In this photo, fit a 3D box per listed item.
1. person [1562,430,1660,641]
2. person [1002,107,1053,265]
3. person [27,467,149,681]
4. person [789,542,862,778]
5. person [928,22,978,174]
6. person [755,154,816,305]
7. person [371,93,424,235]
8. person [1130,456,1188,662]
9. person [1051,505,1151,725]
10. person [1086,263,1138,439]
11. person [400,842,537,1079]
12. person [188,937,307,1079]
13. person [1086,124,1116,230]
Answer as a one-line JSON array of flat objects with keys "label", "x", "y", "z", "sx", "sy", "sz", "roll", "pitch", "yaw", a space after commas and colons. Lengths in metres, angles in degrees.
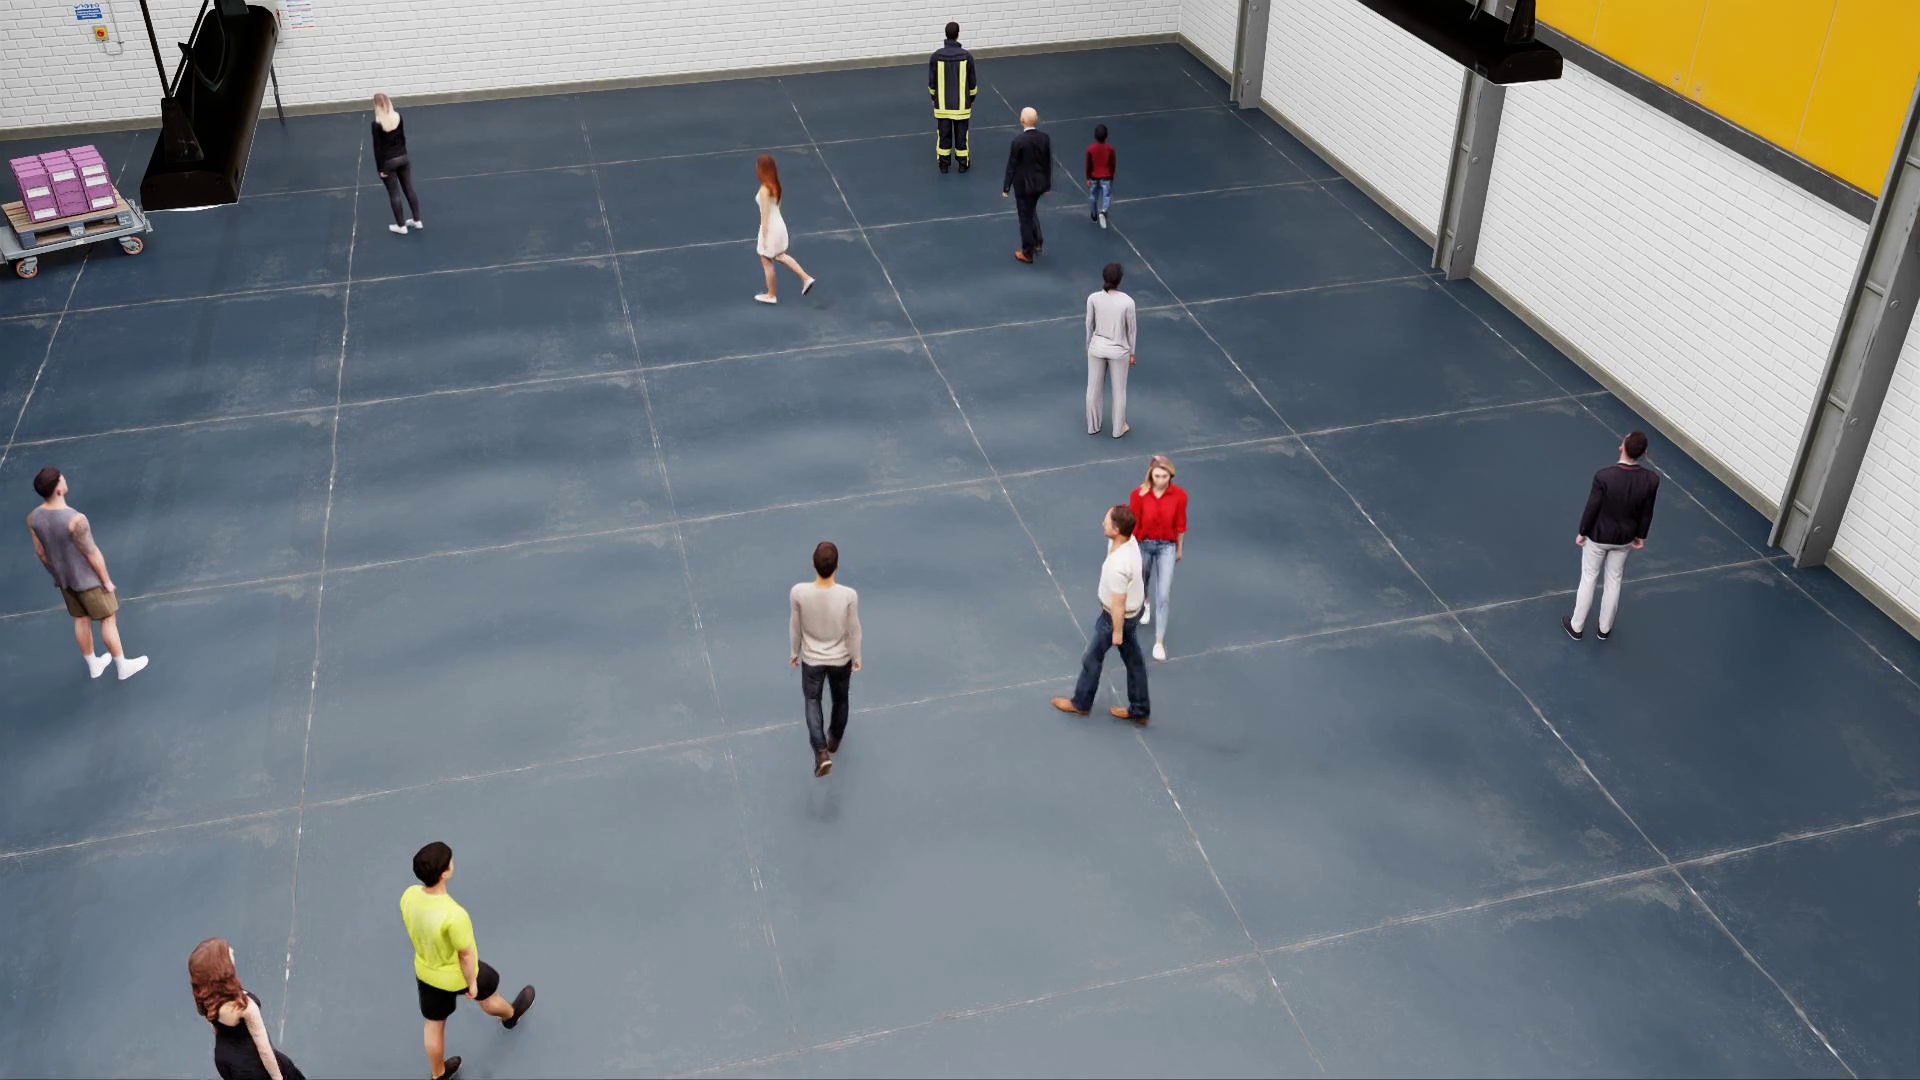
[{"label": "person", "x": 5.040, "y": -0.029, "z": 12.889, "sx": 0.734, "sy": 1.843, "sz": 0.680, "roll": 3, "pitch": 34, "yaw": 5}, {"label": "person", "x": 0.825, "y": -3.989, "z": 18.896, "sx": 0.774, "sy": 1.787, "sz": 0.736, "roll": -20, "pitch": 38, "yaw": -27}, {"label": "person", "x": -6.621, "y": 0.261, "z": 12.500, "sx": 0.708, "sy": 1.843, "sz": 0.699, "roll": 5, "pitch": 34, "yaw": 7}, {"label": "person", "x": -0.939, "y": 0.862, "z": 11.538, "sx": 0.819, "sy": 1.855, "sz": 1.054, "roll": 0, "pitch": 34, "yaw": 0}, {"label": "person", "x": -0.093, "y": -5.663, "z": 21.289, "sx": 0.864, "sy": 1.928, "sz": 0.798, "roll": 2, "pitch": 34, "yaw": 2}, {"label": "person", "x": -1.944, "y": -3.323, "z": 17.978, "sx": 0.914, "sy": 1.695, "sz": 0.941, "roll": 10, "pitch": 35, "yaw": 15}, {"label": "person", "x": -6.690, "y": -4.460, "z": 19.696, "sx": 0.728, "sy": 1.686, "sz": 0.695, "roll": 23, "pitch": 40, "yaw": 31}, {"label": "person", "x": 1.503, "y": 0.037, "z": 12.959, "sx": 0.893, "sy": 1.654, "sz": 1.197, "roll": 2, "pitch": 34, "yaw": 3}, {"label": "person", "x": 1.255, "y": 0.583, "z": 11.981, "sx": 1.046, "sy": 1.828, "sz": 1.048, "roll": 11, "pitch": 35, "yaw": 16}, {"label": "person", "x": 1.403, "y": -1.784, "z": 15.624, "sx": 0.719, "sy": 1.737, "sz": 0.728, "roll": 11, "pitch": 35, "yaw": 16}, {"label": "person", "x": -2.925, "y": 2.445, "z": 9.327, "sx": 1.020, "sy": 1.665, "sz": 1.143, "roll": 12, "pitch": 36, "yaw": 18}, {"label": "person", "x": -3.793, "y": 2.803, "z": 8.722, "sx": 0.785, "sy": 1.740, "sz": 0.854, "roll": 13, "pitch": 36, "yaw": 18}, {"label": "person", "x": 1.690, "y": -4.348, "z": 19.926, "sx": 0.650, "sy": 1.244, "sz": 0.794, "roll": 3, "pitch": 34, "yaw": 5}]
